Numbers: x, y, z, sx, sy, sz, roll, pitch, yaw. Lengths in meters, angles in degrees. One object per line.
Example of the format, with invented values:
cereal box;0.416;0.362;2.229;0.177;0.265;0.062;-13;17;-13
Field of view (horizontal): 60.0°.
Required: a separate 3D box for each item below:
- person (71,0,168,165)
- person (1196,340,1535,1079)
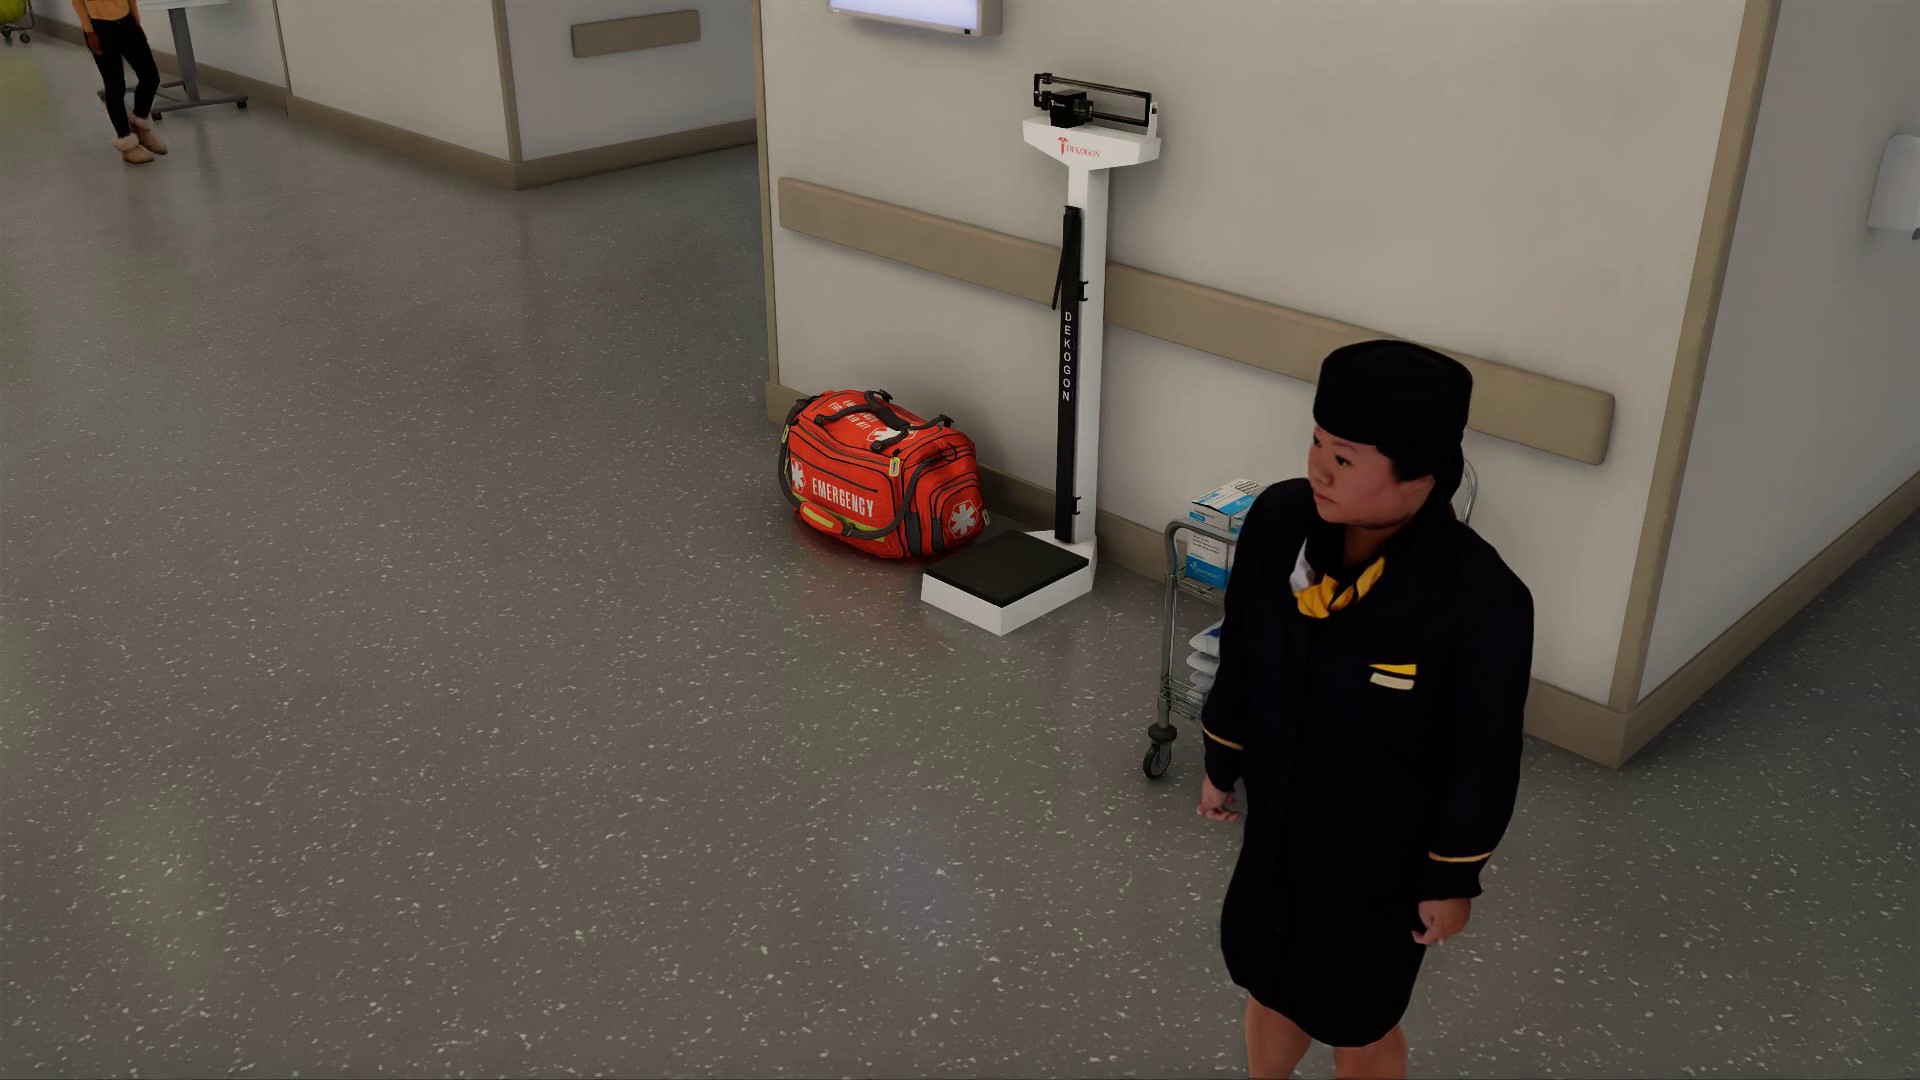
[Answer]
person;-5.305;-3.168;10.289;0.654;1.648;0.663;14;29;26
person;0.630;0.475;2.712;0.761;1.670;0.573;-20;32;-36
